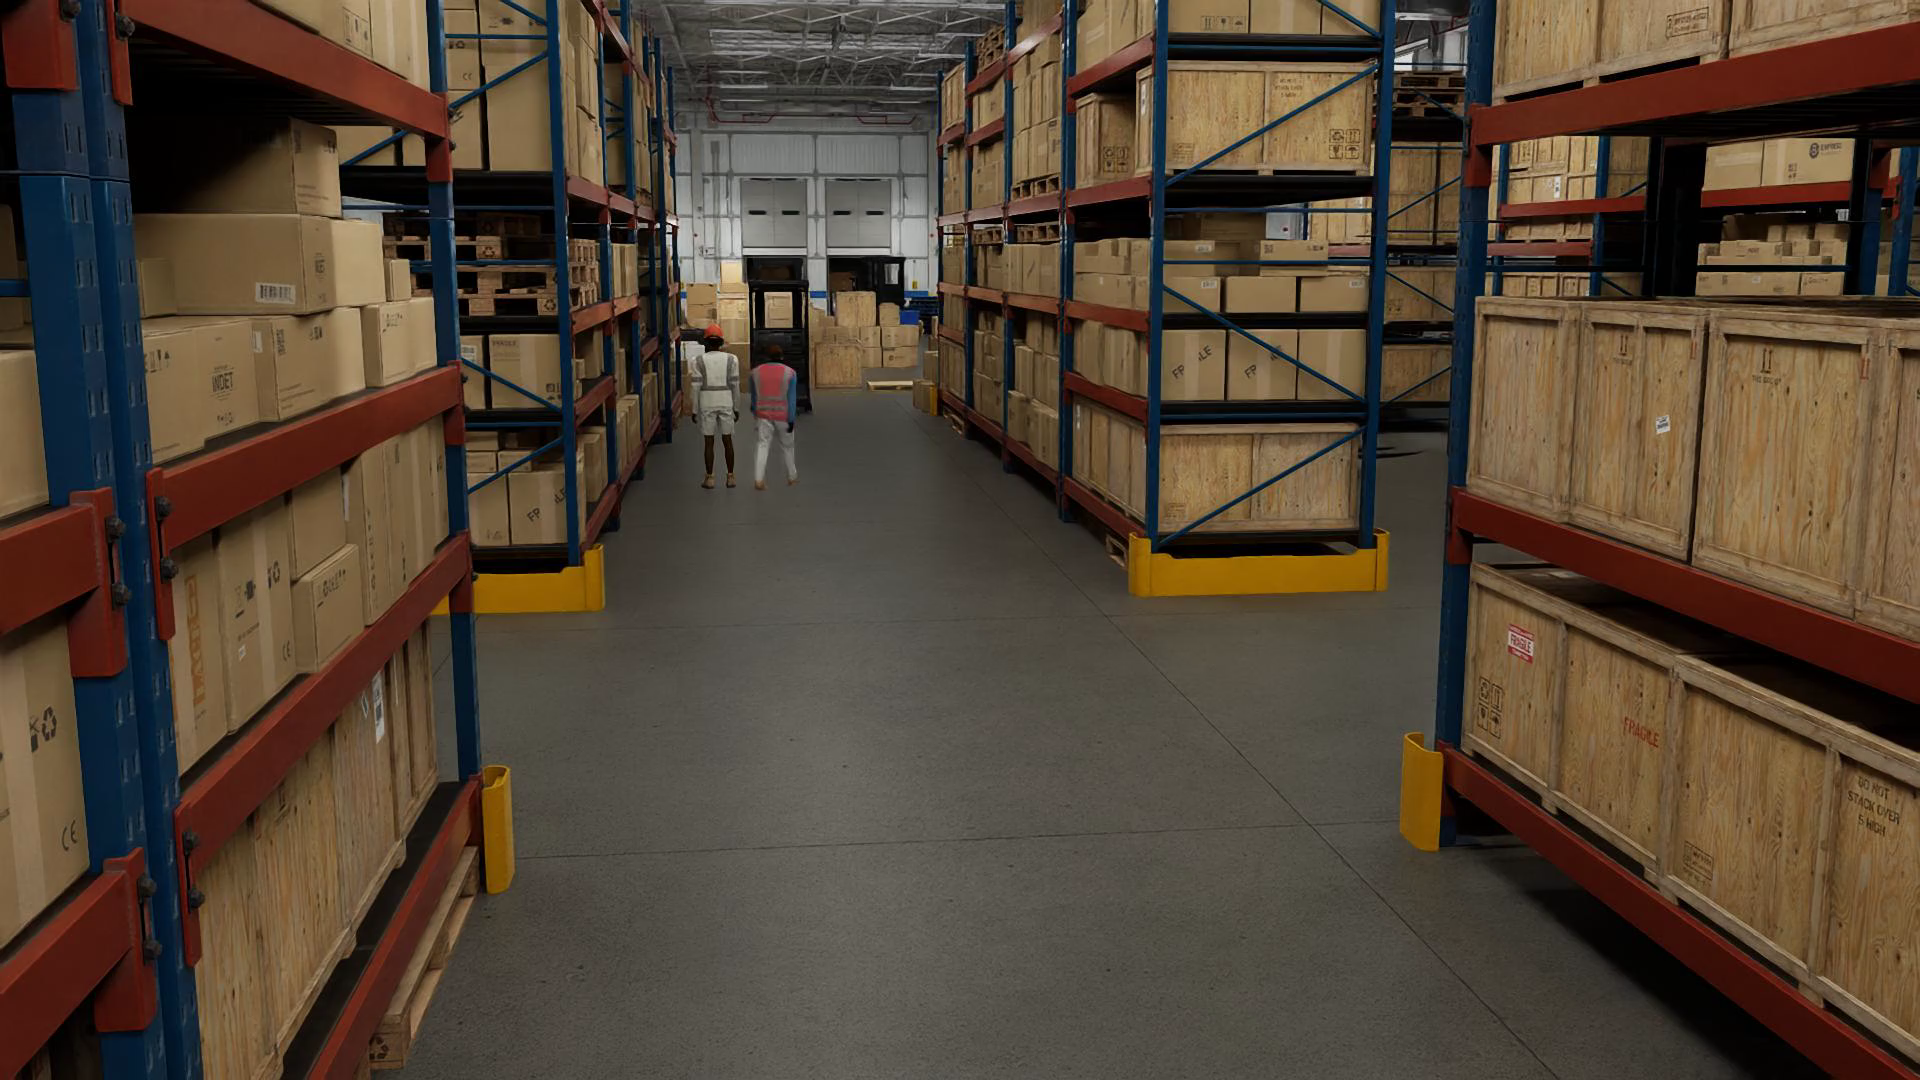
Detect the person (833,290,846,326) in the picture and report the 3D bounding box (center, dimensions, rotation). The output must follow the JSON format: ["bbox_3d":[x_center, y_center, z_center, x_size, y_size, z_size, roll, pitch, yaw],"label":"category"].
[{"bbox_3d":[-3.180,-5.858,45.468,0.590,1.919,0.395,-4,11,-24],"label":"person"}]

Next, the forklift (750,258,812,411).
[{"bbox_3d":[-3.388,-3.874,31.119,1.129,2.768,1.873,-1,10,-7],"label":"forklift"}]

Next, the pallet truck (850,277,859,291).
[{"bbox_3d":[-3.782,-9.391,65.808,1.885,1.965,0.823,2,10,10],"label":"pallet truck"}]

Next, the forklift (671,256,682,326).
[{"bbox_3d":[-11.300,-9.496,63.850,1.129,2.768,1.873,-1,10,-7],"label":"forklift"}]

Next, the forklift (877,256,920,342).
[{"bbox_3d":[-2.225,-7.845,54.237,1.129,2.768,1.873,-6,12,-33],"label":"forklift"}]

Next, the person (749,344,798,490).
[{"bbox_3d":[-2.303,-1.528,20.619,0.624,1.805,0.838,1,10,7],"label":"person"}]

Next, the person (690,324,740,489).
[{"bbox_3d":[-3.032,-1.651,20.608,0.605,2.045,0.377,-3,10,-17],"label":"person"}]
